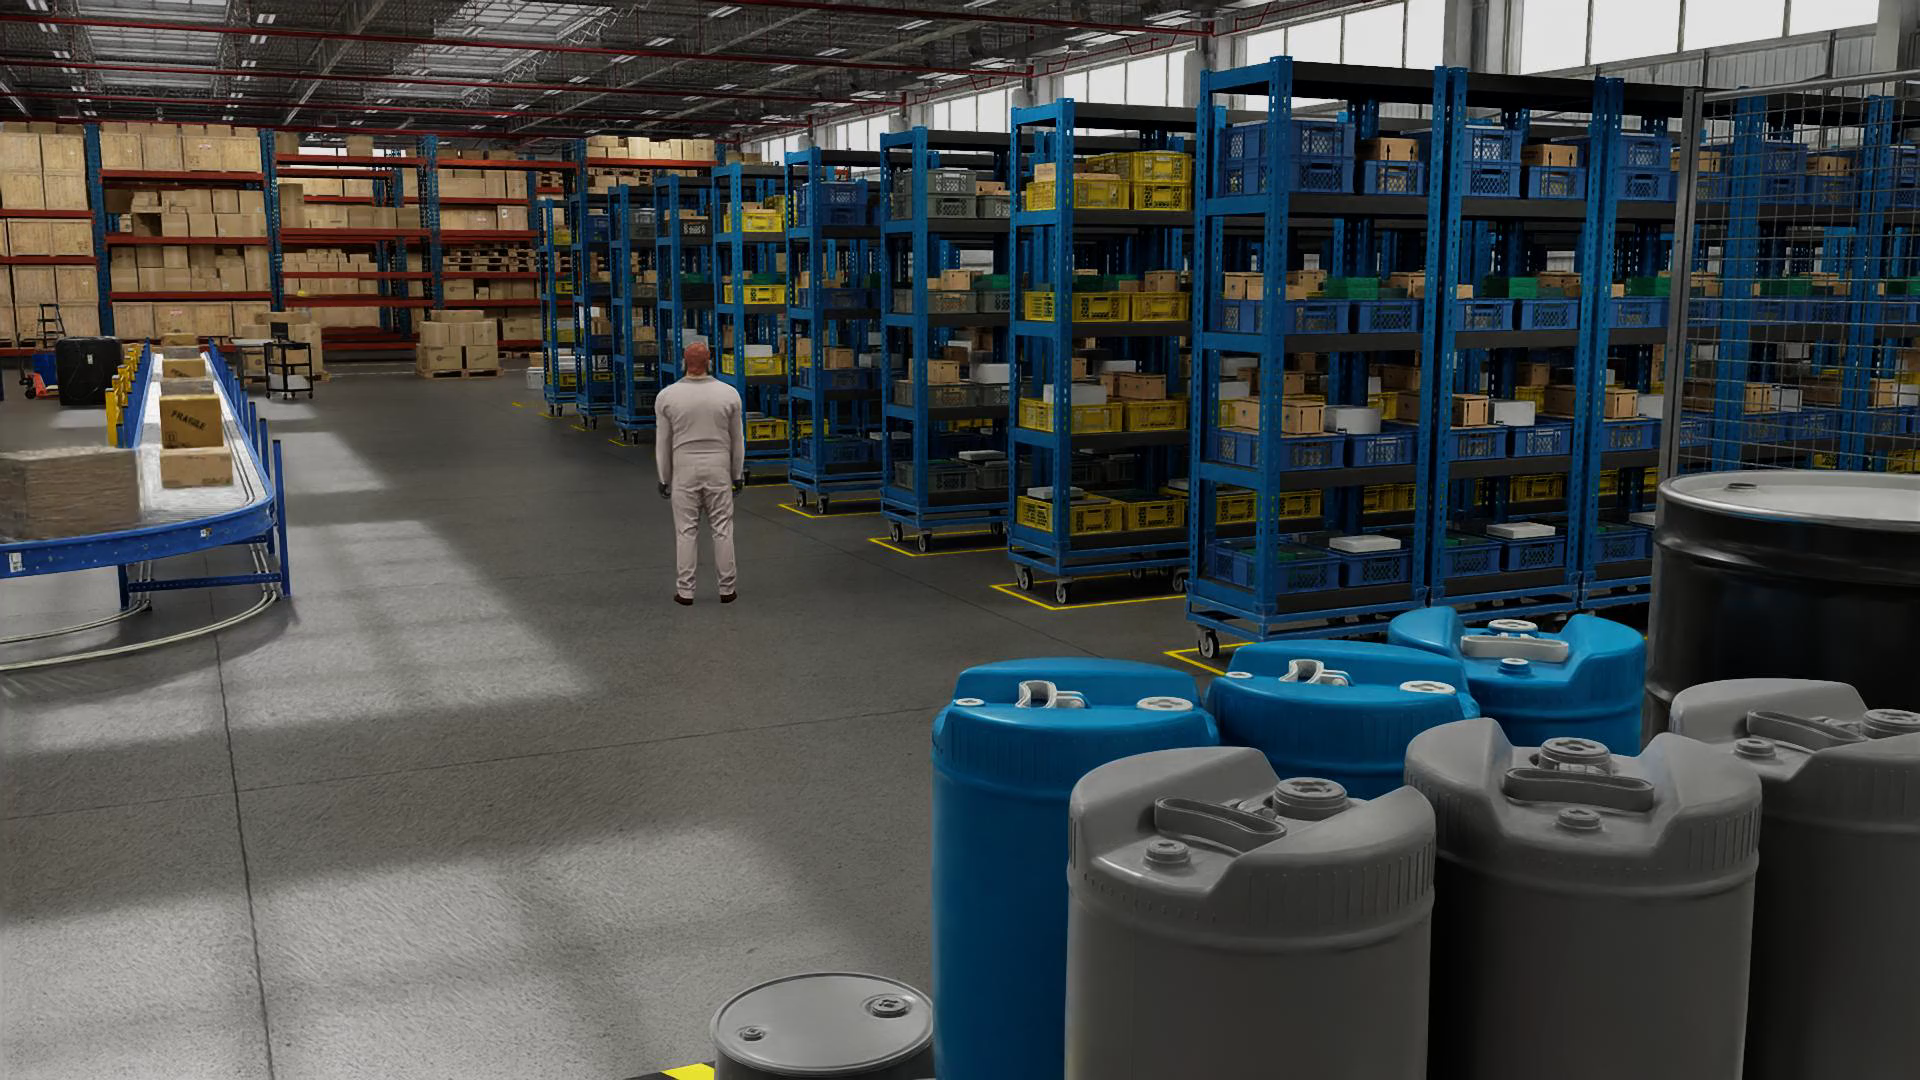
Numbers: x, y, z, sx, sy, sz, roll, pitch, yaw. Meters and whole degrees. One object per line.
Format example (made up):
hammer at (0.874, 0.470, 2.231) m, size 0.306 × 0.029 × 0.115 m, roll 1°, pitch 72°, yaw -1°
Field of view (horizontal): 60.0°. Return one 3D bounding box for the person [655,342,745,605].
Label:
person at (-1.881, -0.476, 12.058) m, size 0.640 × 1.909 × 0.409 m, roll -2°, pitch 9°, yaw -14°

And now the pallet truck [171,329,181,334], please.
pallet truck at (-17.275, -3.851, 35.096) m, size 1.601 × 1.201 × 0.680 m, roll 0°, pitch 9°, yaw 1°

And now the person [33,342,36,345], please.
person at (-24.257, -5.457, 43.802) m, size 0.284 × 1.633 × 0.497 m, roll 8°, pitch 12°, yaw 40°

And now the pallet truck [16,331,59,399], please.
pallet truck at (-17.082, -3.353, 31.781) m, size 1.630 × 1.274 × 0.653 m, roll -4°, pitch 10°, yaw -25°

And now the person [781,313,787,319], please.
person at (-4.665, -5.976, 45.951) m, size 0.611 × 1.985 × 0.415 m, roll -5°, pitch 11°, yaw -30°

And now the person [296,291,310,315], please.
person at (-21.426, -7.267, 54.505) m, size 0.771 × 1.809 × 0.600 m, roll -3°, pitch 10°, yaw -20°
